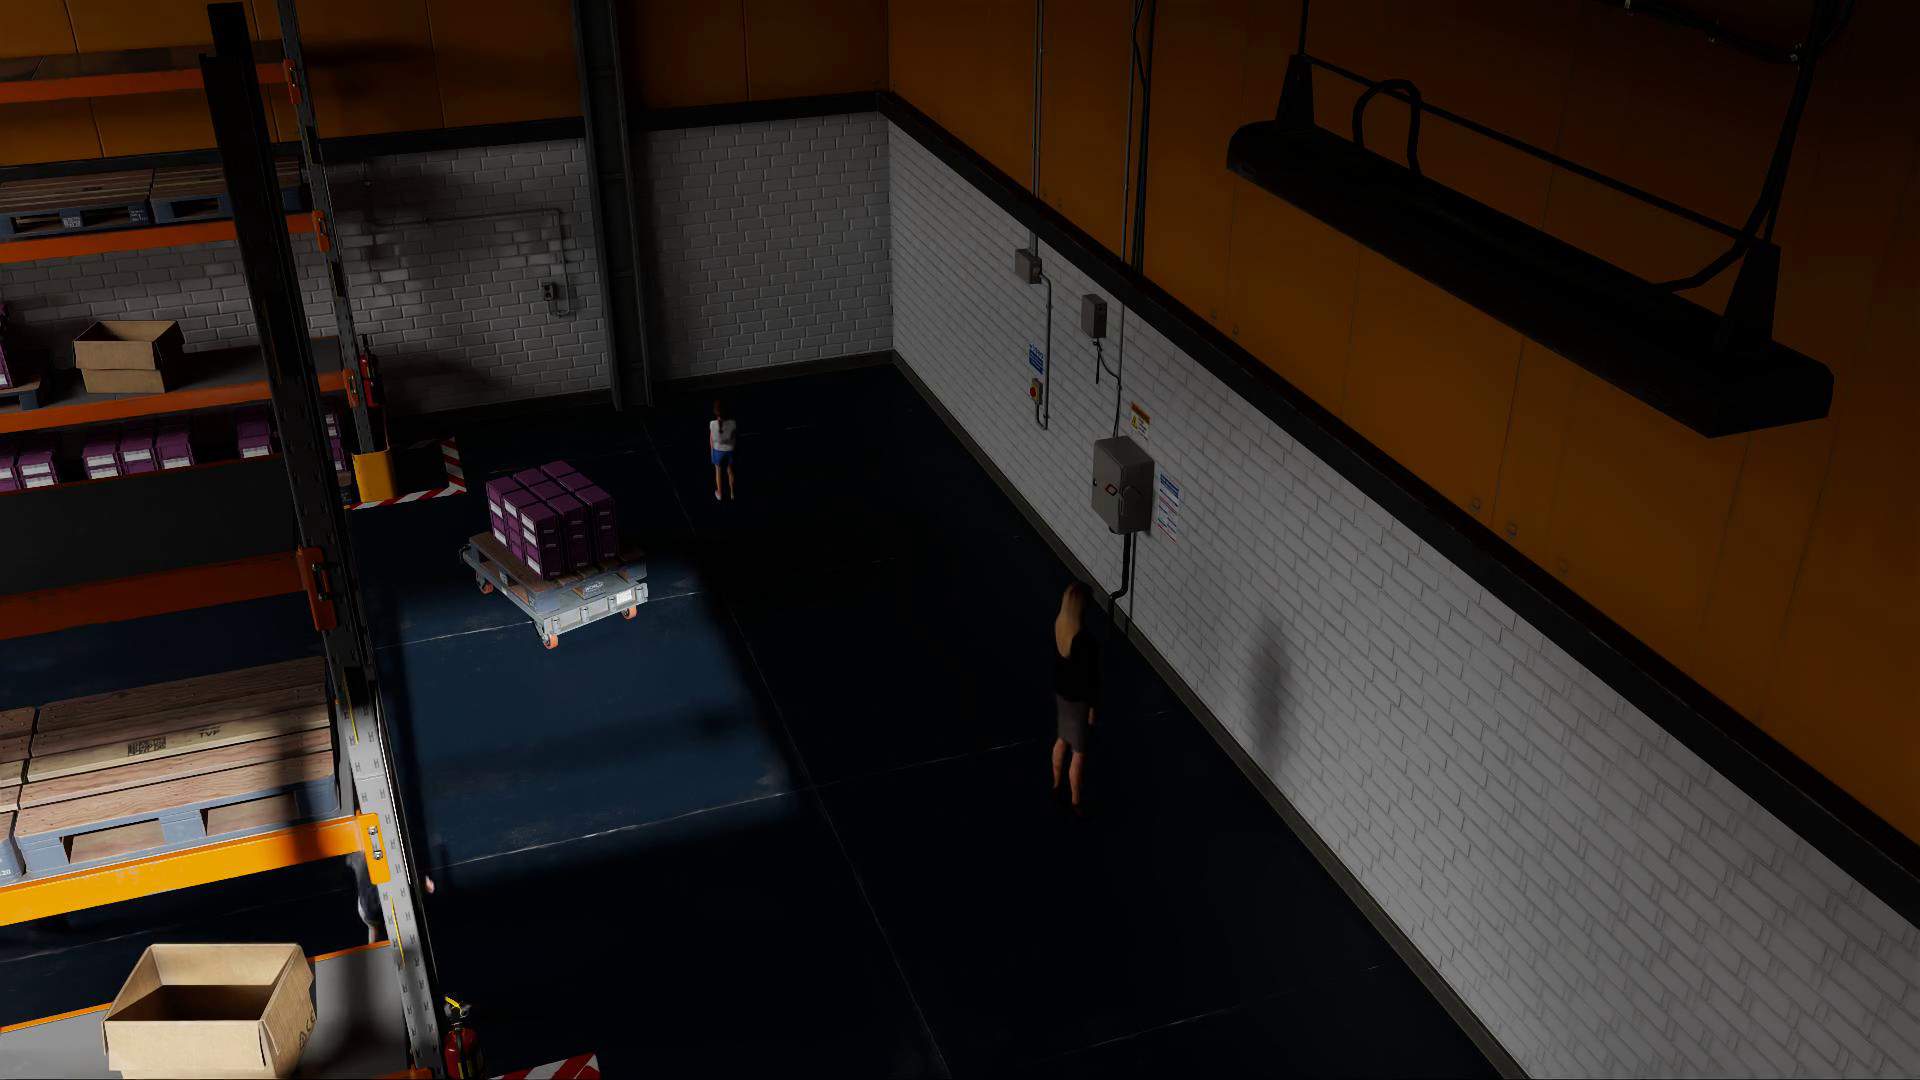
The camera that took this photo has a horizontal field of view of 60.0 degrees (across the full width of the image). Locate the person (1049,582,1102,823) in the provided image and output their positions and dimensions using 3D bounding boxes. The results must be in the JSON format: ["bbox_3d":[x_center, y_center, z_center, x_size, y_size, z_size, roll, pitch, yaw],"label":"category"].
[{"bbox_3d":[0.748,1.094,11.205,0.596,1.842,0.659,-15,32,-25],"label":"person"}]

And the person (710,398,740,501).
[{"bbox_3d":[-2.222,-0.856,15.639,0.396,1.019,0.502,-4,29,-8],"label":"person"}]

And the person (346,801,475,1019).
[{"bbox_3d":[-3.395,2.110,9.525,0.926,1.667,0.732,-6,29,-11],"label":"person"}]
